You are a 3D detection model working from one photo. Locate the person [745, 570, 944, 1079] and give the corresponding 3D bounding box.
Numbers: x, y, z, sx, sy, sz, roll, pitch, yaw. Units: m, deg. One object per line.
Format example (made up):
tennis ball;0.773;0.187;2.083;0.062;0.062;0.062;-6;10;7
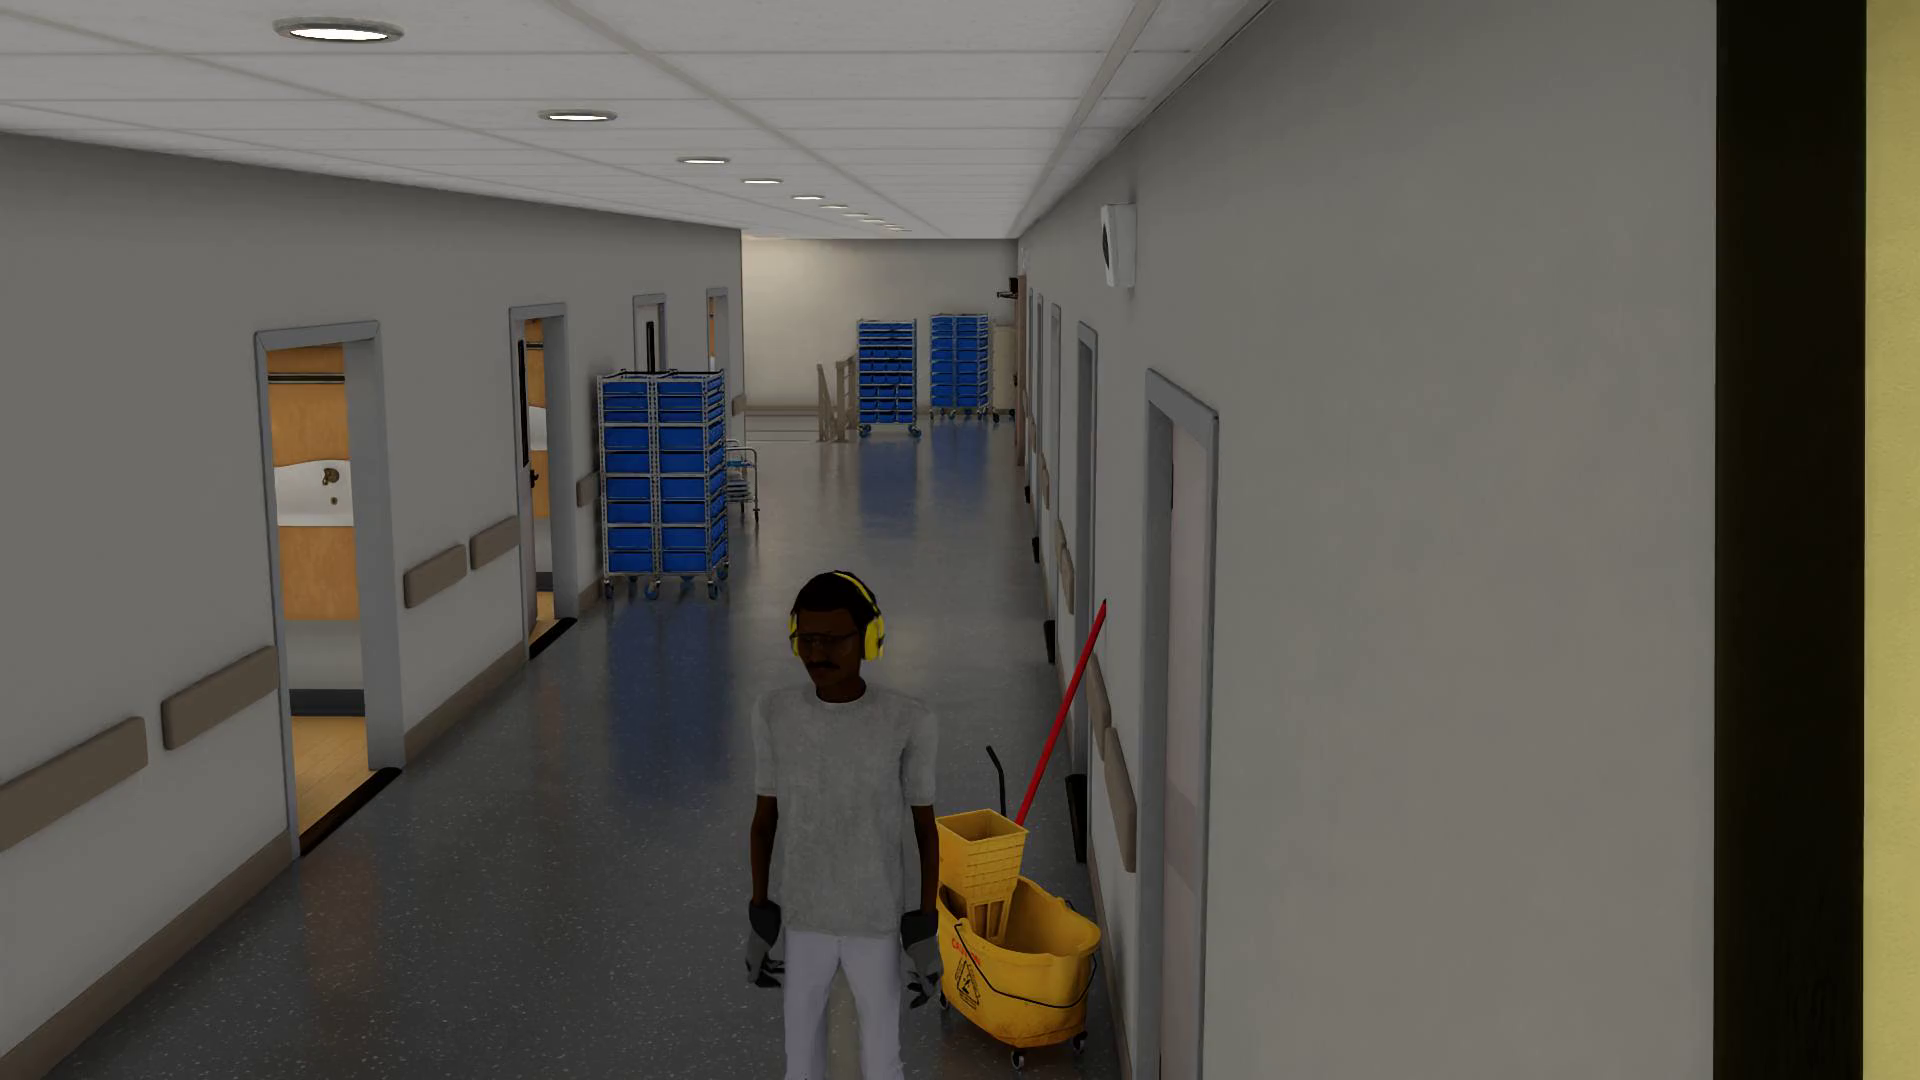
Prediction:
person;-0.299;0.991;4.244;0.521;1.870;0.319;2;10;11
